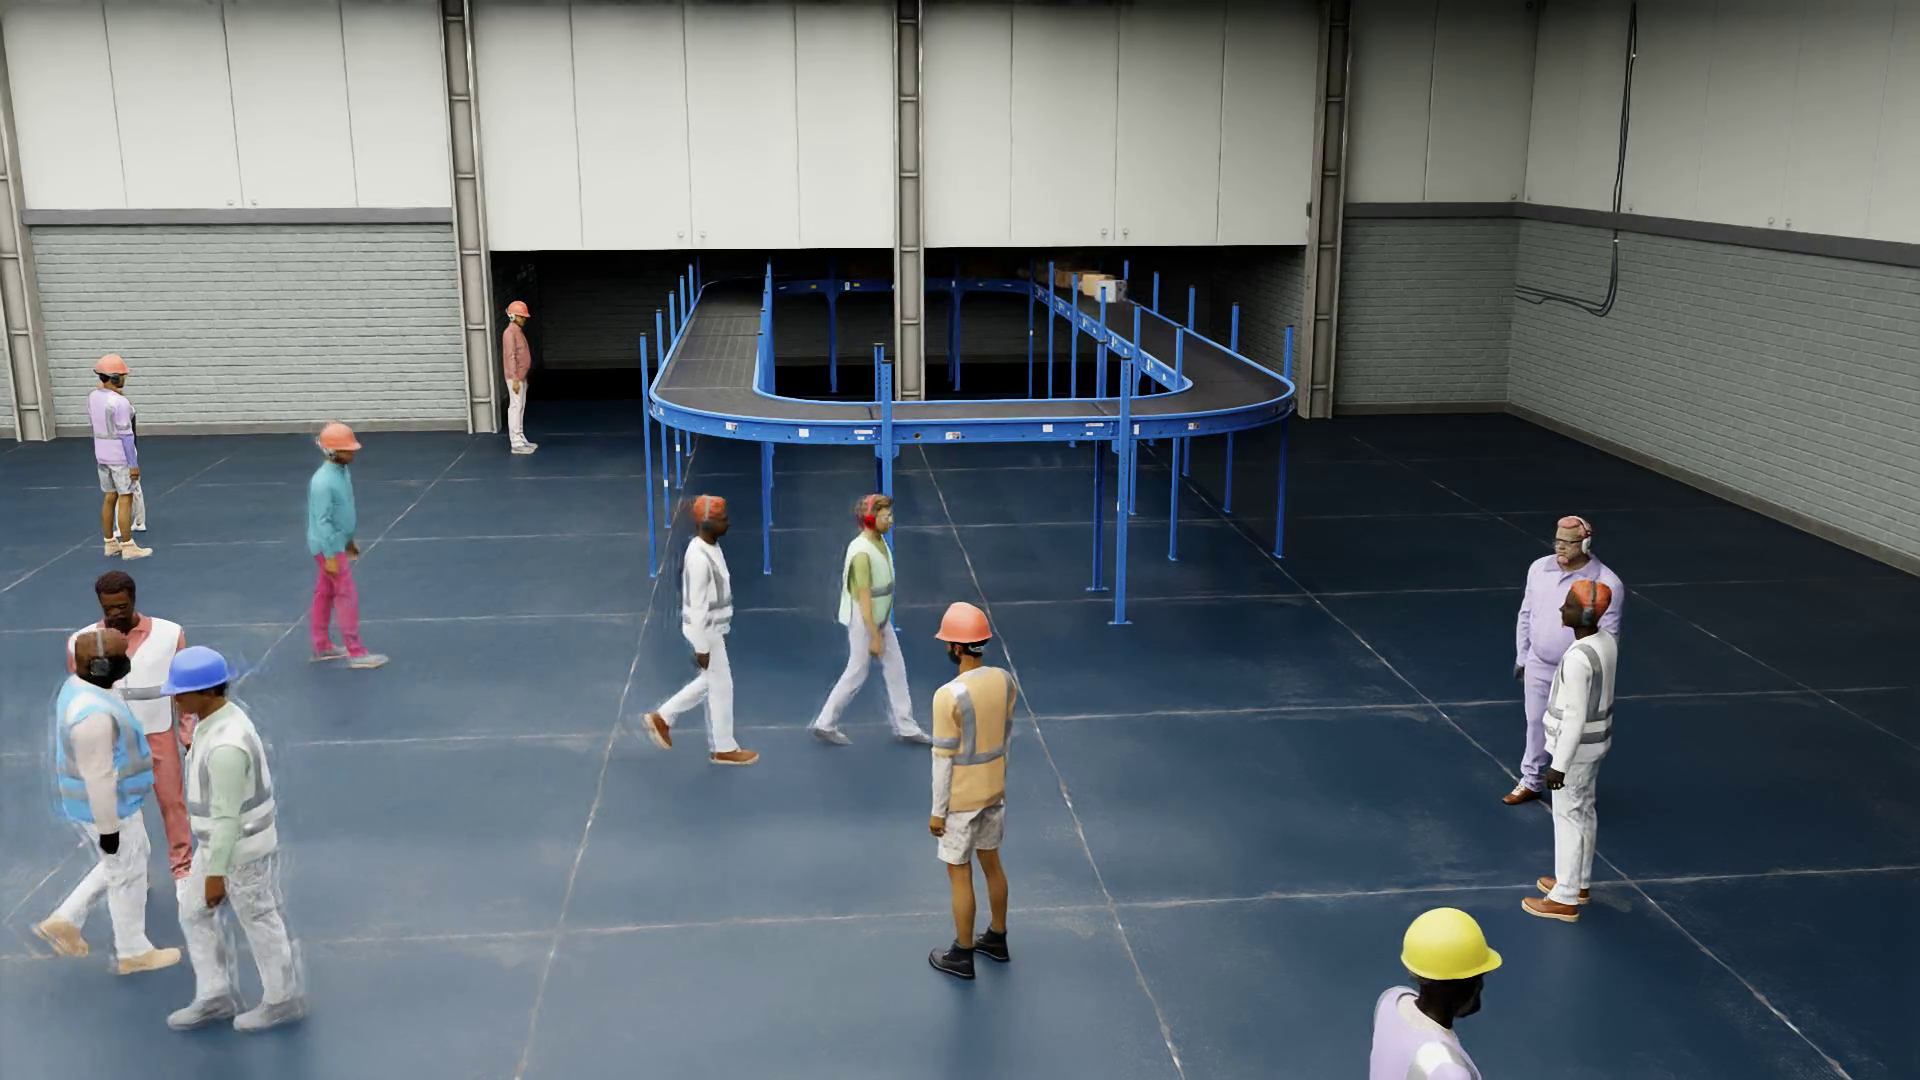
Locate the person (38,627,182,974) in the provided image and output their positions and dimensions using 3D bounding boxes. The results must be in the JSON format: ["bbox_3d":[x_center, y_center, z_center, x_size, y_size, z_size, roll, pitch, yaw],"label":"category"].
[{"bbox_3d":[-4.303,1.320,8.310,0.535,1.822,0.647,-8,16,-29],"label":"person"}]

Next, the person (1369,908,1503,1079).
[{"bbox_3d":[1.451,2.046,5.195,0.364,1.930,0.588,-2,14,-7],"label":"person"}]

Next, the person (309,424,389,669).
[{"bbox_3d":[-4.902,0.050,13.146,0.671,1.961,0.623,-3,14,-10],"label":"person"}]

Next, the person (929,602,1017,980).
[{"bbox_3d":[0.034,1.254,8.379,0.392,1.929,0.541,11,18,38],"label":"person"}]

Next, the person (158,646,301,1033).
[{"bbox_3d":[-3.481,1.421,7.693,0.718,1.920,0.652,-8,16,-30],"label":"person"}]

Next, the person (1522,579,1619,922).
[{"bbox_3d":[3.314,1.125,8.971,0.344,1.883,0.584,10,17,35],"label":"person"}]

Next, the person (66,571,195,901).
[{"bbox_3d":[-4.510,1.079,9.118,0.597,1.908,0.409,-5,15,-20],"label":"person"}]

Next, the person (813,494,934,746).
[{"bbox_3d":[-0.617,0.562,11.401,0.886,1.806,0.578,3,14,12],"label":"person"}]

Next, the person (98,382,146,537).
[{"bbox_3d":[-8.763,-0.845,17.341,0.307,1.645,0.511,4,14,14],"label":"person"}]

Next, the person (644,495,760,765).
[{"bbox_3d":[-1.743,0.608,11.071,0.690,1.867,0.581,-1,14,-4],"label":"person"}]

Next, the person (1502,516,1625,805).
[{"bbox_3d":[3.715,0.786,10.290,0.405,1.905,0.657,-12,18,-40],"label":"person"}]

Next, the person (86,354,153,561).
[{"bbox_3d":[-8.319,-0.820,16.462,0.604,2.034,0.418,9,17,32],"label":"person"}]

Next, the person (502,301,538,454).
[{"bbox_3d":[-5.776,-2.132,21.798,0.392,1.985,0.610,-1,14,-4],"label":"person"}]
